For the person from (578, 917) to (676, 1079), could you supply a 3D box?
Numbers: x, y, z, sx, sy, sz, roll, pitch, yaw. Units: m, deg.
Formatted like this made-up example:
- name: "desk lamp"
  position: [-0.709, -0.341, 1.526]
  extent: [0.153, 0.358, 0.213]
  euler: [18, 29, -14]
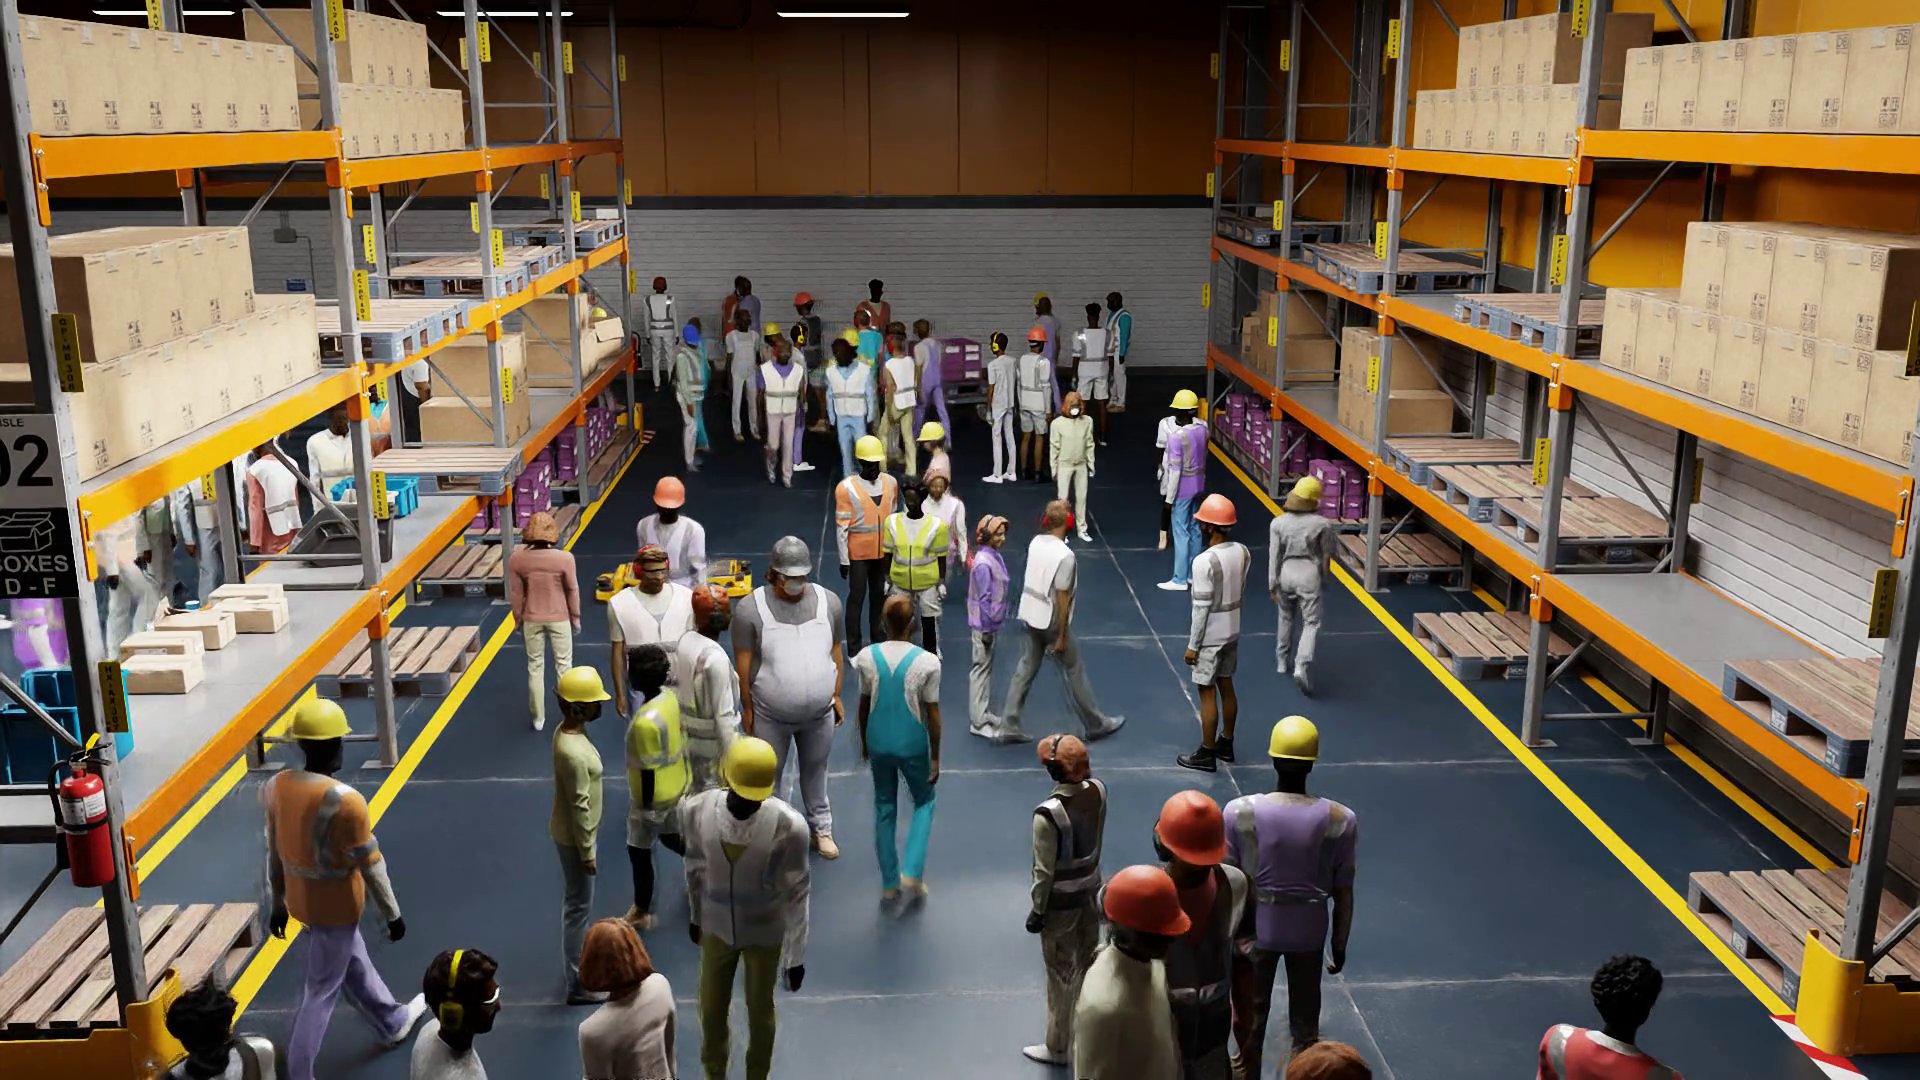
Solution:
- name: "person"
  position: [-1.185, 2.161, 6.105]
  extent: [0.397, 1.605, 0.521]
  euler: [7, 16, 25]

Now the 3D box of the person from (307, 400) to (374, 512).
- name: "person"
  position: [-5.692, -0.370, 15.417]
  extent: [0.607, 1.919, 0.417]
  euler: [-11, 18, -36]

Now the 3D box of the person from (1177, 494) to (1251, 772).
- name: "person"
  position: [1.737, 0.634, 11.428]
  extent: [0.352, 1.942, 0.545]
  euler: [13, 19, 41]

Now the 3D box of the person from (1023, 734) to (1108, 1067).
- name: "person"
  position: [0.507, 1.693, 7.876]
  extent: [0.308, 1.640, 0.511]
  euler: [11, 18, 37]

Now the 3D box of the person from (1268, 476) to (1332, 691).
- name: "person"
  position: [2.676, 0.320, 13.161]
  extent: [0.480, 1.691, 0.784]
  euler: [6, 16, 24]

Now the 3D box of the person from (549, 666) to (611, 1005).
- name: "person"
  position: [-1.909, 1.489, 8.445]
  extent: [0.339, 1.761, 0.524]
  euler: [-4, 15, -16]

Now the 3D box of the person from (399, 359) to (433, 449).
- name: "person"
  position: [-6.532, -1.647, 20.183]
  extent: [0.536, 2.000, 0.684]
  euler: [-11, 18, -37]

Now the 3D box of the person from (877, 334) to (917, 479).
- name: "person"
  position: [-0.843, -1.650, 20.650]
  extent: [0.801, 1.813, 0.573]
  euler: [11, 18, 37]

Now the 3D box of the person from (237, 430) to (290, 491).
- name: "person"
  position: [-8.164, -1.307, 19.265]
  extent: [0.771, 1.848, 0.538]
  euler: [-9, 17, -31]

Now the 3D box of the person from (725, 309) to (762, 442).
- name: "person"
  position: [-3.000, -2.286, 23.101]
  extent: [0.504, 1.840, 0.341]
  euler: [-7, 16, -24]

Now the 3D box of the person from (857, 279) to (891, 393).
- name: "person"
  position: [-1.339, -3.127, 26.175]
  extent: [0.598, 1.958, 0.380]
  euler: [-9, 17, -32]

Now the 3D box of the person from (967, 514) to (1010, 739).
- name: "person"
  position: [0.205, 0.616, 12.107]
  extent: [0.312, 1.636, 0.520]
  euler: [2, 14, 6]

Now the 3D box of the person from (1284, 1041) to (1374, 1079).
- name: "person"
  position: [1.153, 2.324, 5.444]
  extent: [0.526, 1.604, 0.455]
  euler: [-10, 17, -35]

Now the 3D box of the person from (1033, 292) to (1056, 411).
- name: "person"
  position: [1.289, -2.880, 25.464]
  extent: [0.403, 1.823, 0.593]
  euler: [-3, 15, -13]

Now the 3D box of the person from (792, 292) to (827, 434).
- name: "person"
  position: [-2.263, -2.529, 23.713]
  extent: [0.951, 1.999, 0.619]
  euler: [10, 17, 35]

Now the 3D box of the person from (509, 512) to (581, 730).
- name: "person"
  position: [-3.026, 0.597, 12.185]
  extent: [0.498, 1.633, 0.283]
  euler: [0, 14, 0]

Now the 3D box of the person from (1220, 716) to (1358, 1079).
- name: "person"
  position: [1.418, 1.697, 7.303]
  extent: [0.584, 1.919, 0.388]
  euler: [1, 14, 6]

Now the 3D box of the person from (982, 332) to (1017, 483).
- name: "person"
  position: [0.504, -1.625, 20.466]
  extent: [0.509, 1.860, 0.333]
  euler: [-13, 19, -42]

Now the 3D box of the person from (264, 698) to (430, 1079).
- name: "person"
  position: [-2.859, 1.643, 7.629]
  extent: [0.609, 1.870, 1.019]
  euler: [10, 17, 34]

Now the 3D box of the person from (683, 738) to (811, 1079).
- name: "person"
  position: [-0.938, 1.713, 7.310]
  extent: [0.624, 1.877, 0.555]
  euler: [3, 15, 11]

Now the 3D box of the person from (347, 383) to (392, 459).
- name: "person"
  position: [-6.038, -0.822, 17.221]
  extent: [0.584, 1.910, 0.394]
  euler: [-11, 18, -37]

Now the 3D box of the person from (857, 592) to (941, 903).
- name: "person"
  position: [-0.342, 1.193, 9.477]
  extent: [0.512, 1.819, 0.388]
  euler: [4, 15, 14]

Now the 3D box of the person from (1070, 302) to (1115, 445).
- name: "person"
  position: [1.817, -2.263, 22.756]
  extent: [0.612, 1.961, 0.363]
  euler: [-2, 14, -9]

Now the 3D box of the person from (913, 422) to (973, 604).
- name: "person"
  position: [-0.139, -0.238, 15.306]
  extent: [0.882, 1.732, 0.507]
  euler: [2, 14, 9]

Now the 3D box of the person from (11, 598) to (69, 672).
- name: "person"
  position: [-6.030, 0.788, 10.951]
  extent: [0.358, 1.896, 0.687]
  euler: [-5, 15, -18]

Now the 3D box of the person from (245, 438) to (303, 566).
- name: "person"
  position: [-5.851, -0.062, 14.238]
  extent: [0.408, 1.909, 0.594]
  euler: [3, 15, 12]

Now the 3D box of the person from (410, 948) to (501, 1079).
- name: "person"
  position: [-1.607, 2.199, 5.438]
  extent: [0.315, 1.865, 0.526]
  euler: [-7, 16, -26]

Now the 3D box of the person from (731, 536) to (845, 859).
- name: "person"
  position: [-0.987, 0.959, 9.953]
  extent: [0.683, 2.000, 0.537]
  euler: [-6, 15, -21]

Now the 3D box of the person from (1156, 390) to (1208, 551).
- name: "person"
  position: [2.291, -0.721, 17.237]
  extent: [0.530, 1.696, 0.321]
  euler: [1, 14, 5]

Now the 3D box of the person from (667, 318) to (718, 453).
- name: "person"
  position: [-3.622, -2.093, 22.457]
  extent: [0.639, 1.782, 0.983]
  euler: [-9, 17, -32]

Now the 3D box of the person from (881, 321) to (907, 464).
- name: "person"
  position: [-0.813, -1.923, 21.664]
  extent: [0.429, 1.845, 0.627]
  euler: [0, 14, -1]

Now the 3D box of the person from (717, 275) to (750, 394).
- name: "person"
  position: [-3.716, -3.351, 27.120]
  extent: [0.773, 1.919, 0.617]
  euler: [-8, 17, -30]
